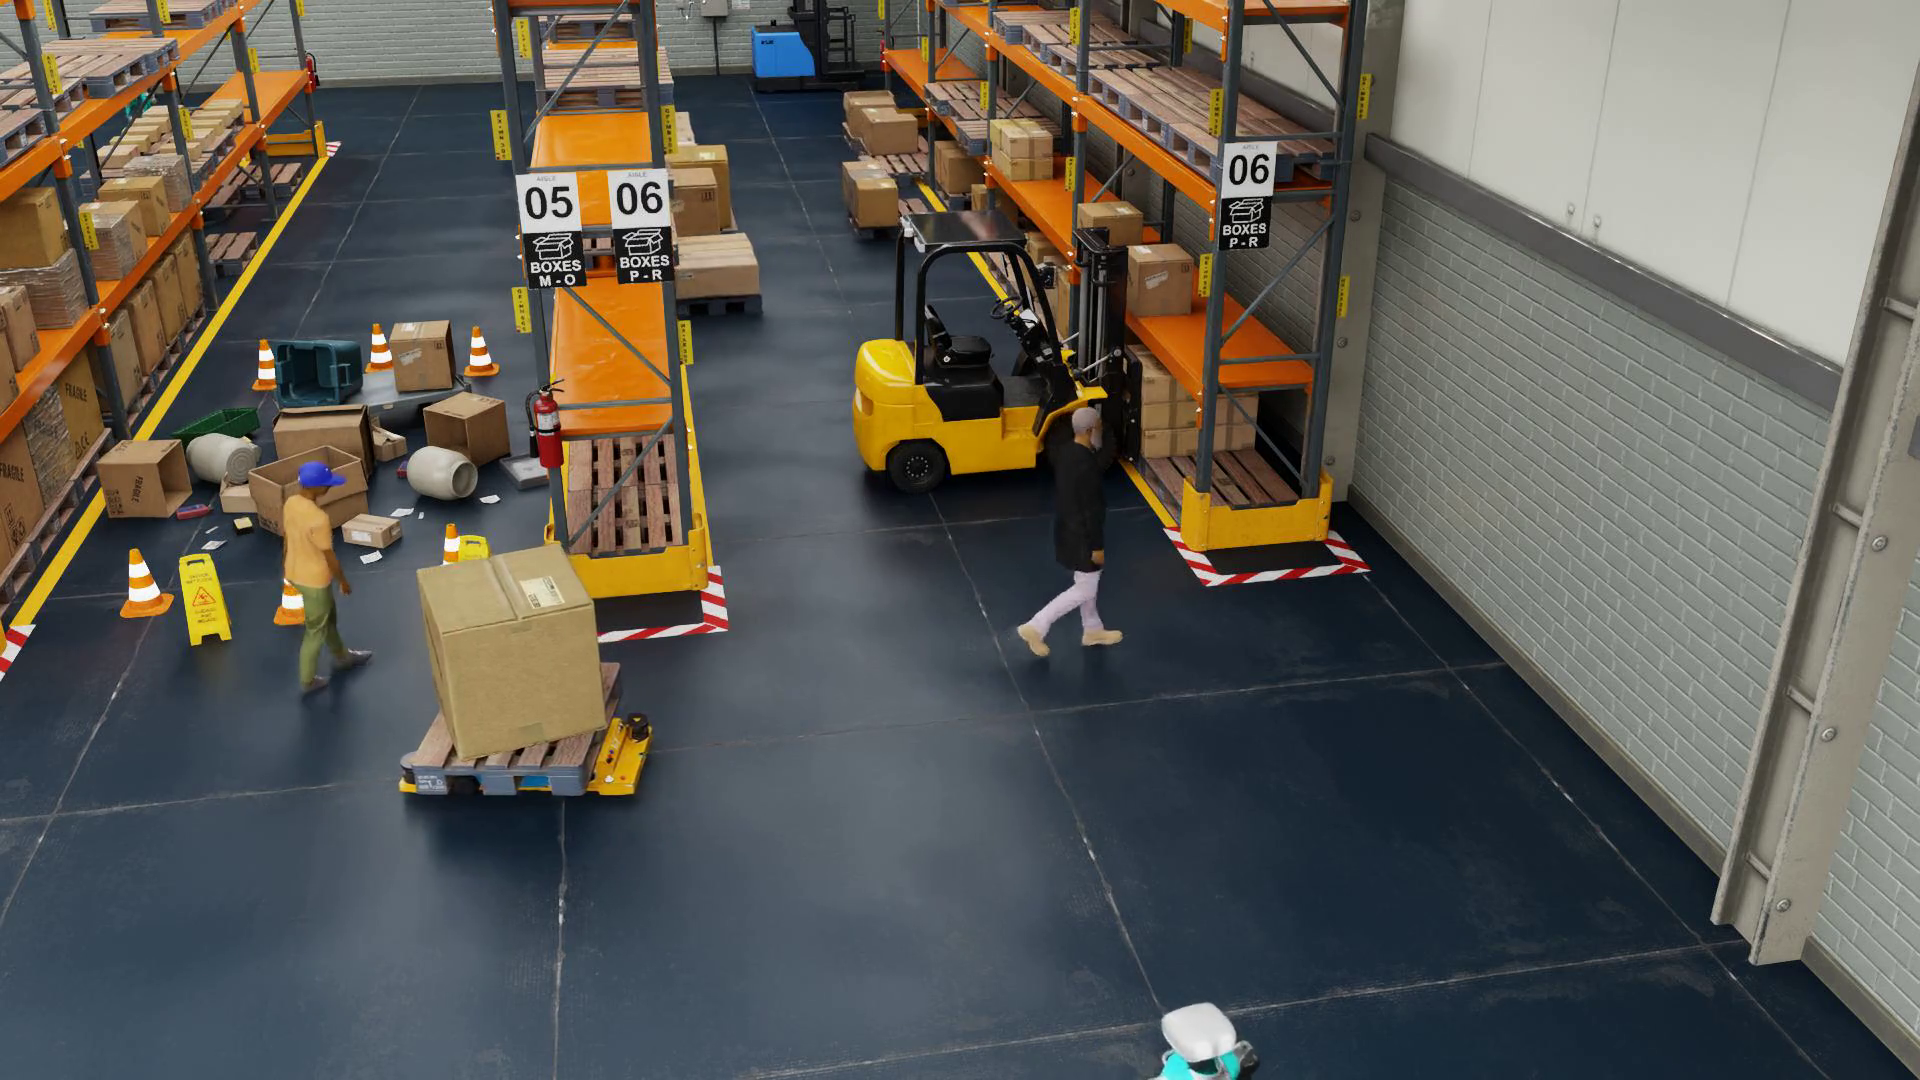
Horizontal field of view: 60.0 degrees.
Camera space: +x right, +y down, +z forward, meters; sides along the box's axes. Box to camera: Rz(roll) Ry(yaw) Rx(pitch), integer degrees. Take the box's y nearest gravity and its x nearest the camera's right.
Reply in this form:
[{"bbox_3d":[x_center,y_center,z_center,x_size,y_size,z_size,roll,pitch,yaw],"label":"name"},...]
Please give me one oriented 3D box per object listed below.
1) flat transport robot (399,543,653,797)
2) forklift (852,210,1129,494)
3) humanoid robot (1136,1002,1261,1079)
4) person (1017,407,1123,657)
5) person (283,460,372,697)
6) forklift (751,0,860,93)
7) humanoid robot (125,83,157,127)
[{"bbox_3d":[-2.688,1.330,10.359,1.431,0.231,0.659,0,26,1],"label":"flat transport robot"},{"bbox_3d":[0.216,-1.659,14.366,2.313,2.155,1.214,-5,26,-10],"label":"forklift"},{"bbox_3d":[0.693,2.420,6.447,0.571,1.803,0.806,-15,29,-28],"label":"humanoid robot"},{"bbox_3d":[0.788,-0.039,11.400,0.720,1.834,0.543,-5,26,-11],"label":"person"},{"bbox_3d":[-4.217,0.223,11.030,0.524,1.669,0.696,19,32,34],"label":"person"},{"bbox_3d":[-2.872,-9.679,30.288,1.873,2.768,1.129,-5,26,-10],"label":"forklift"},{"bbox_3d":[-12.809,-6.886,25.848,0.721,1.857,0.545,23,34,39],"label":"humanoid robot"}]
